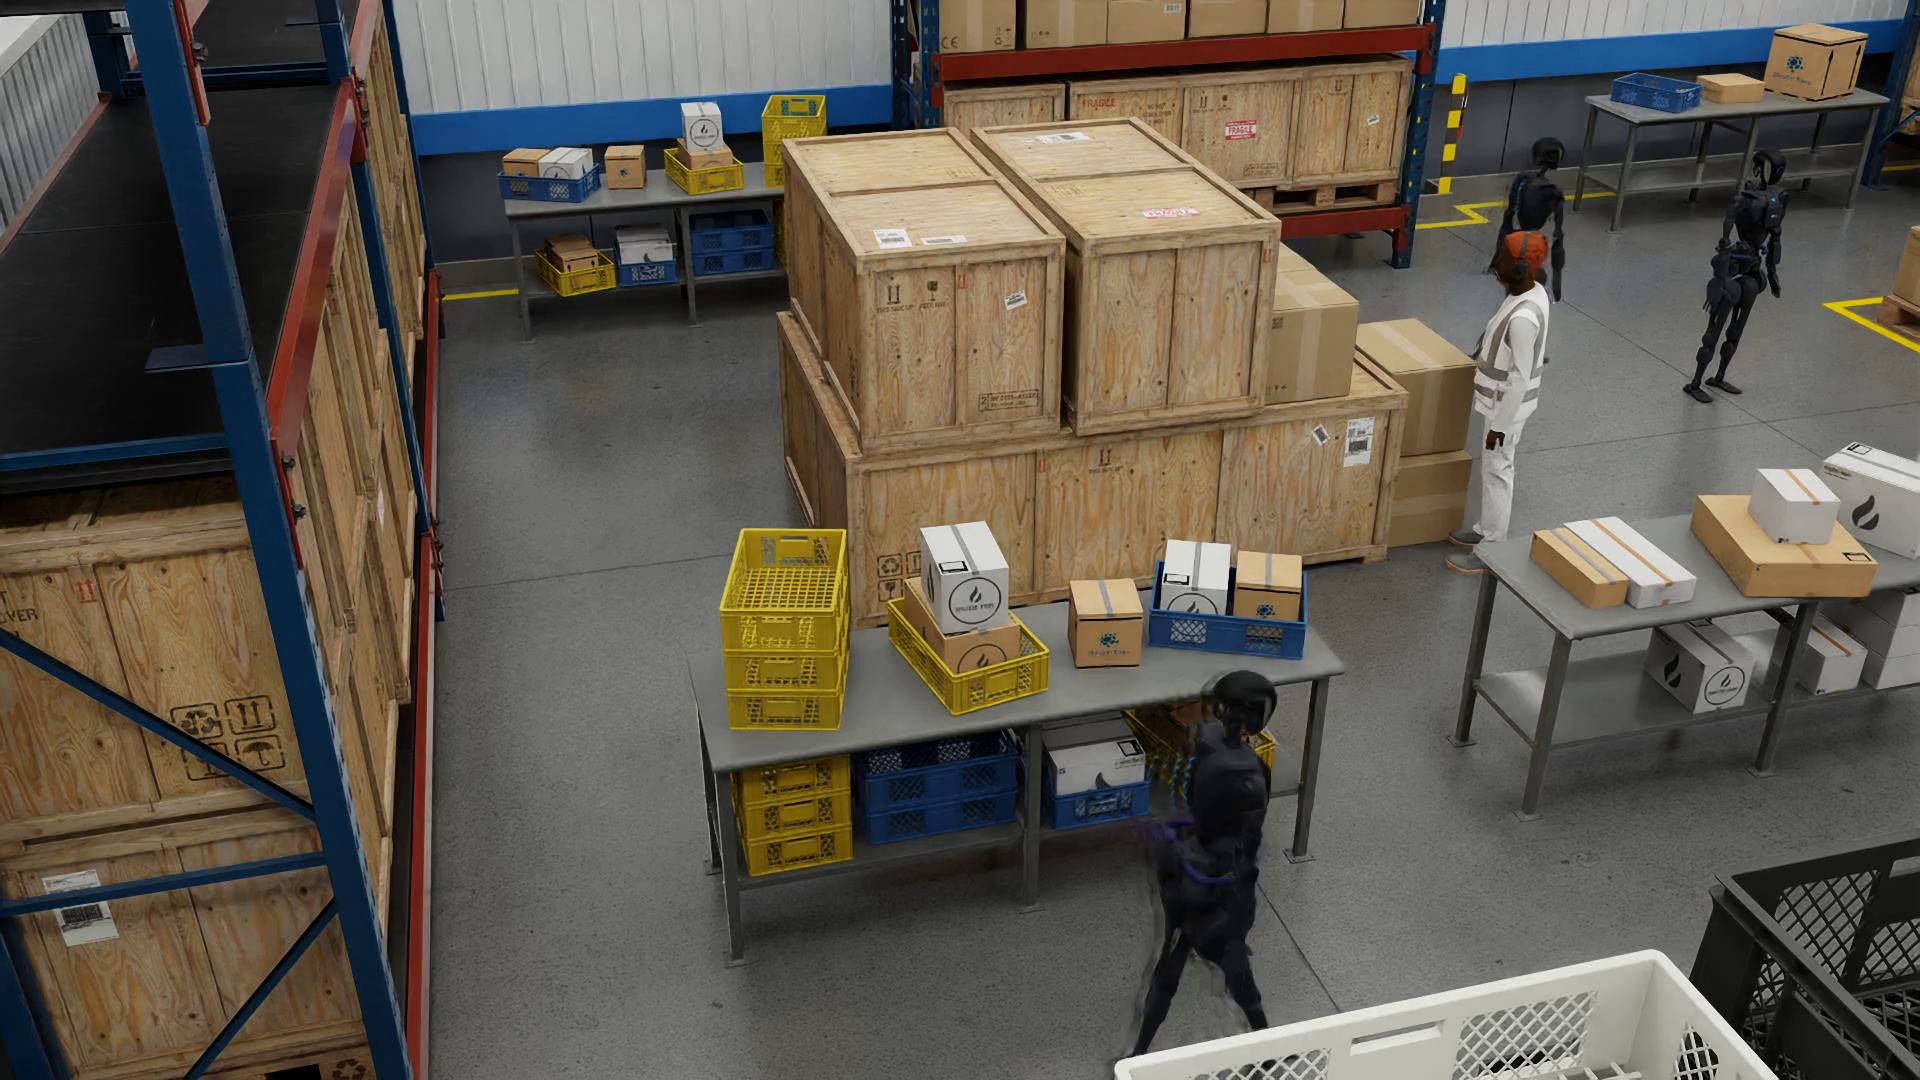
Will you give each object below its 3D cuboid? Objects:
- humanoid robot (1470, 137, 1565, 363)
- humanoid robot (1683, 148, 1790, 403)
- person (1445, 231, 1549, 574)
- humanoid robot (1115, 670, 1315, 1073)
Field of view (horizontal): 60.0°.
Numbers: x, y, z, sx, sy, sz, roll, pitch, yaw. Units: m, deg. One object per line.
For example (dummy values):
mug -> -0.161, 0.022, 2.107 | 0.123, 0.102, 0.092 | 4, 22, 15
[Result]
humanoid robot -> 3.740, -1.873, 11.107 | 0.749, 1.636, 0.588 | -7, 30, -13
humanoid robot -> 5.057, -1.710, 10.746 | 0.610, 1.657, 0.314 | -15, 32, -25
person -> 2.846, -0.707, 8.725 | 0.341, 1.882, 0.583 | 9, 30, 16
humanoid robot -> 0.895, 1.168, 5.578 | 0.755, 1.627, 0.596 | -8, 30, -15
